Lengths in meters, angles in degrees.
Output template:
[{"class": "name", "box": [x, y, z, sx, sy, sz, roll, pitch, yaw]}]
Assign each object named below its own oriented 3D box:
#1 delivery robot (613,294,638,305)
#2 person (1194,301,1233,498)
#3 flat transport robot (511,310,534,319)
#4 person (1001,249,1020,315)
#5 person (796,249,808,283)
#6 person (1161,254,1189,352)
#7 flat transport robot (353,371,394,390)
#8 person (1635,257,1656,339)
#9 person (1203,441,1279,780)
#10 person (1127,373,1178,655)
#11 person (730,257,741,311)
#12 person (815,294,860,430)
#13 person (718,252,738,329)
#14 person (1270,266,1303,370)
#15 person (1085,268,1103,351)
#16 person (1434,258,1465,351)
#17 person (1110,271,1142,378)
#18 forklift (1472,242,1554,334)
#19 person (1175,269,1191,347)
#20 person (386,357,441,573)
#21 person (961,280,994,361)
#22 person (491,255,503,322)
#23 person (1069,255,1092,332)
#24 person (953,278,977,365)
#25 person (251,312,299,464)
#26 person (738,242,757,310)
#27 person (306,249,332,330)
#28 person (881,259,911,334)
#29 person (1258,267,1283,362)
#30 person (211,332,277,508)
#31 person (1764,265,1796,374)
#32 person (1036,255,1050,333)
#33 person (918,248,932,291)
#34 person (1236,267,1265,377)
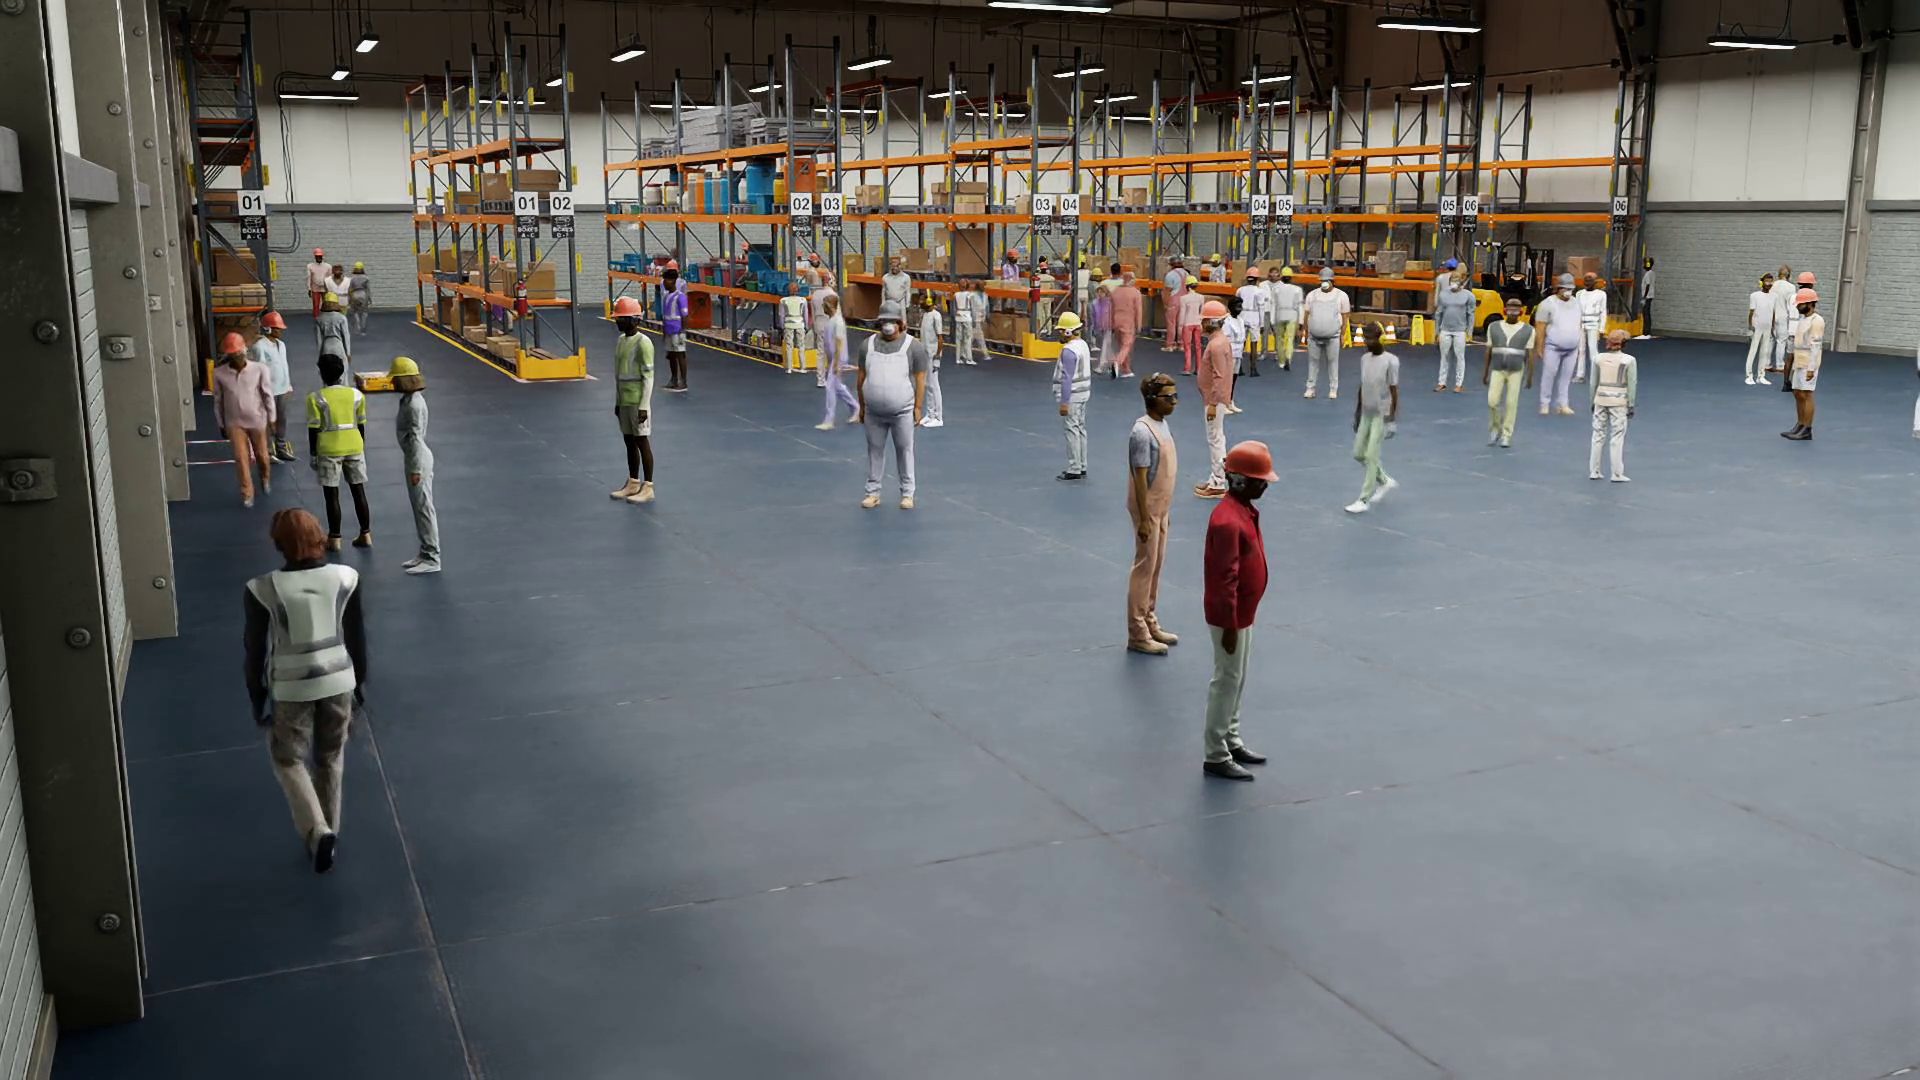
[{"class": "delivery robot", "box": [-9.599, -6.793, 47.602, 0.707, 0.478, 0.477, 3, 11, 14]}, {"class": "person", "box": [2.566, -1.422, 16.871, 0.388, 1.992, 0.625, 2, 11, 11]}, {"class": "flat transport robot", "box": [-11.967, -6.130, 45.195, 0.652, 0.197, 1.431, -4, 12, -18]}, {"class": "person", "box": [1.204, -5.738, 38.684, 0.387, 2.045, 0.605, 7, 13, 33]}, {"class": "person", "box": [-5.031, -8.278, 52.366, 0.575, 1.741, 0.355, -3, 12, -15]}, {"class": "person", "box": [4.465, -4.958, 34.726, 0.686, 2.000, 0.535, -10, 15, -42]}, {"class": "flat transport robot", "box": [-9.609, -2.644, 27.482, 0.652, 0.197, 1.431, -5, 12, -26]}, {"class": "person", "box": [15.698, -5.527, 38.051, 0.328, 1.874, 0.512, 7, 13, 33]}, {"class": "person", "box": [1.428, 0.356, 8.499, 0.355, 1.738, 0.574, 4, 12, 18]}, {"class": "person", "box": [1.273, -0.179, 10.937, 0.332, 1.844, 0.518, 4, 12, 21]}, {"class": "person", "box": [-6.672, -7.610, 49.343, 0.504, 1.606, 0.697, 0, 11, 1]}, {"class": "person", "box": [-1.596, -2.391, 22.294, 0.797, 1.811, 0.583, -5, 12, -23]}, {"class": "person", "box": [-5.666, -6.082, 40.729, 0.585, 1.927, 0.366, 4, 12, 18]}, {"class": "person", "box": [5.999, -4.078, 30.622, 0.594, 1.902, 0.861, 2, 11, 12]}, {"class": "person", "box": [2.831, -4.830, 34.864, 0.347, 1.733, 0.479, -5, 12, -24]}, {"class": "person", "box": [10.218, -4.901, 34.688, 0.633, 1.936, 0.425, 7, 13, 31]}, {"class": "person", "box": [2.840, -3.739, 28.970, 0.649, 1.875, 0.822, 10, 15, 41]}, {"class": "forklift", "box": [13.047, -6.049, 39.881, 2.313, 2.155, 1.214, -5, 12, -23]}, {"class": "person", "box": [4.755, -4.931, 35.501, 0.319, 1.686, 0.539, -2, 11, -8]}, {"class": "person", "box": [-4.403, -0.602, 13.374, 0.323, 1.737, 0.486, -5, 12, -23]}, {"class": "person", "box": [0.326, -4.316, 32.611, 0.924, 1.583, 0.521, 9, 14, 39]}, {"class": "person", "box": [-12.339, -6.671, 44.158, 0.563, 1.753, 0.327, 8, 13, 34]}, {"class": "person", "box": [2.742, -5.477, 37.653, 0.584, 1.928, 0.374, -2, 11, -10]}, {"class": "person", "box": [0.090, -4.156, 31.663, 0.513, 1.645, 0.307, 8, 14, 37]}, {"class": "person", "box": [-7.893, -1.751, 19.192, 0.349, 1.743, 0.568, 2, 11, 11]}, {"class": "person", "box": [-6.317, -7.872, 49.579, 0.620, 2.028, 0.410, 2, 11, 12]}, {"class": "person", "box": [-15.799, -6.187, 41.084, 0.611, 1.997, 0.375, -5, 12, -25]}, {"class": "person", "box": [-1.366, -4.991, 35.276, 0.636, 1.900, 0.401, 3, 11, 13]}, {"class": "person", "box": [6.100, -4.396, 32.414, 0.615, 1.837, 0.393, 4, 12, 21]}, {"class": "person", "box": [-7.055, -1.201, 16.444, 0.571, 1.728, 0.625, -3, 12, -16]}, {"class": "person", "box": [14.702, -3.939, 29.809, 0.372, 1.940, 0.632, -4, 12, -20]}, {"class": "person", "box": [1.967, -5.909, 40.027, 0.522, 1.865, 0.318, 9, 14, 38]}, {"class": "person", "box": [-0.956, -7.178, 46.389, 0.394, 1.898, 0.641, -8, 13, -34]}, {"class": "person", "box": [5.127, -3.841, 29.359, 0.547, 1.928, 0.397, 8, 14, 34]}]
